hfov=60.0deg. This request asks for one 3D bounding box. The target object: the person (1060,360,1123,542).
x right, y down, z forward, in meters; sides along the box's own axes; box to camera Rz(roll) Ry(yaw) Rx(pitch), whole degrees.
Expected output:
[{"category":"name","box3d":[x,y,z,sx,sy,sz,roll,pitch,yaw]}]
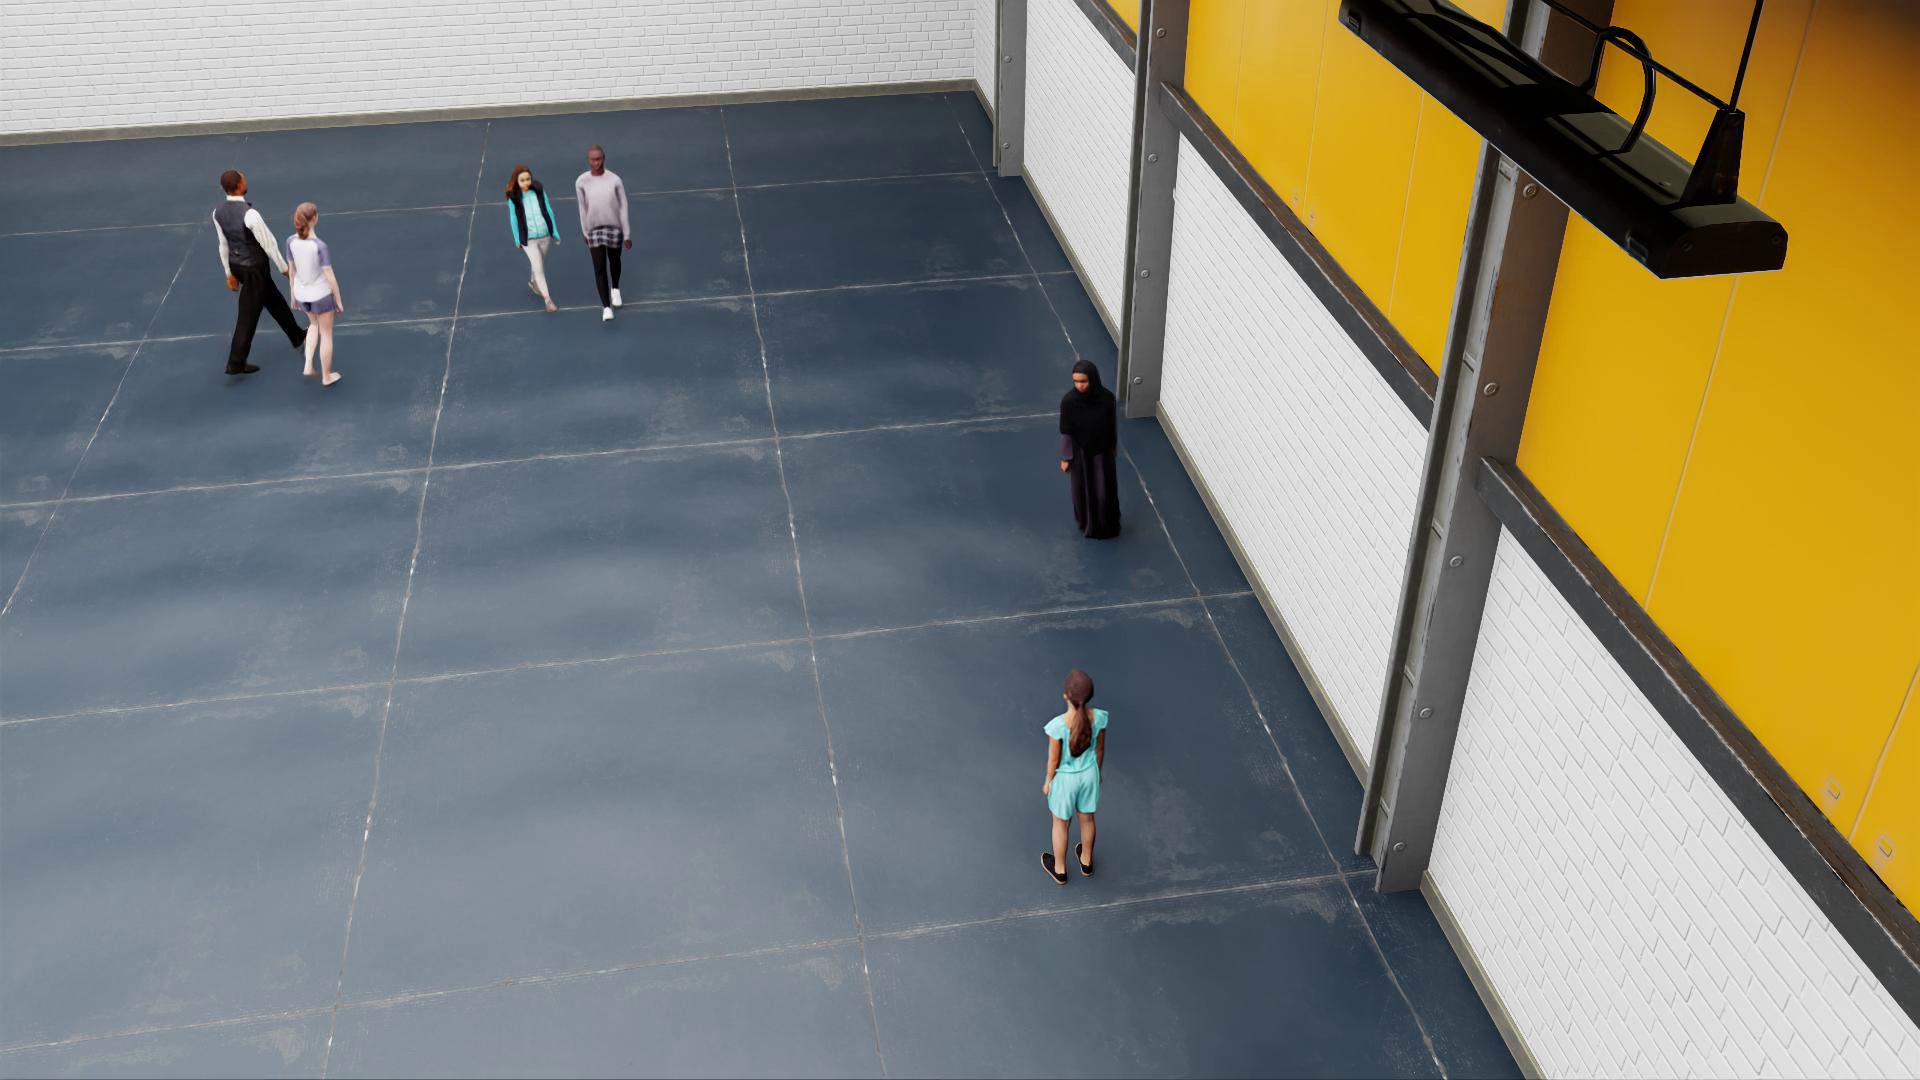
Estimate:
[{"category":"person","box3d":[1.049,-0.747,13.097,0.747,1.612,0.783,-8,34,-12]}]

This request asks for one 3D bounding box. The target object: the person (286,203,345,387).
[{"category":"person","box3d":[-5.907,-2.170,15.119,0.733,1.744,0.767,6,34,8]}]

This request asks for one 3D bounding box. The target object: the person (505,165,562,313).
[{"category":"person","box3d":[-4.302,-3.083,16.744,0.855,1.467,1.054,-22,40,-30]}]

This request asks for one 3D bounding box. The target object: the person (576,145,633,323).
[{"category":"person","box3d":[-3.521,-3.095,16.518,0.652,1.736,1.111,-7,34,-10]}]

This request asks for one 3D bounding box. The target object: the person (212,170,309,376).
[{"category":"person","box3d":[-6.618,-2.415,15.380,1.271,1.863,1.380,19,38,26]}]

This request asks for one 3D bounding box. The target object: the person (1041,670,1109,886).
[{"category":"person","box3d":[0.681,1.404,9.910,0.582,1.558,0.590,-11,35,-16]}]
